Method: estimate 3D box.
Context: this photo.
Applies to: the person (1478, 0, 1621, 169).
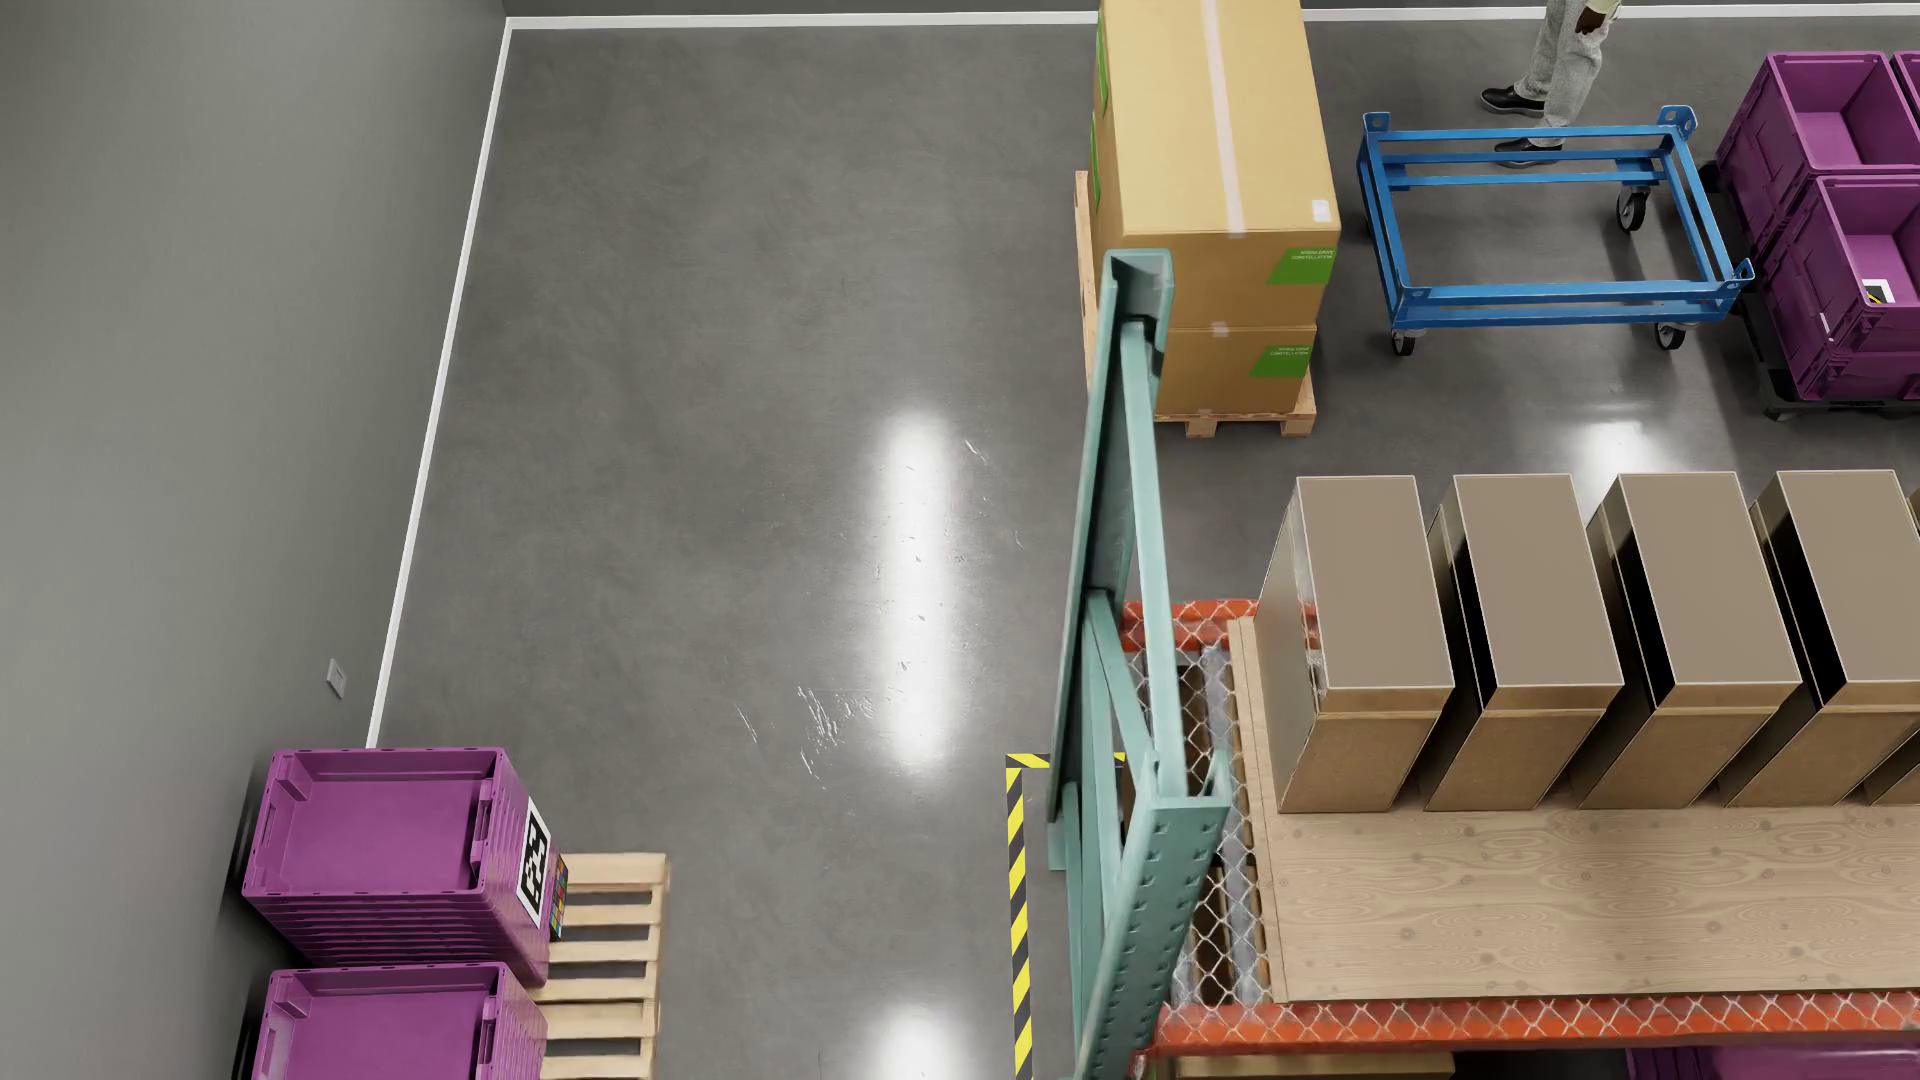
[{"bbox_3d":[2.320,-2.155,6.084,0.404,1.833,0.589,2,58,1],"label":"person"}]
